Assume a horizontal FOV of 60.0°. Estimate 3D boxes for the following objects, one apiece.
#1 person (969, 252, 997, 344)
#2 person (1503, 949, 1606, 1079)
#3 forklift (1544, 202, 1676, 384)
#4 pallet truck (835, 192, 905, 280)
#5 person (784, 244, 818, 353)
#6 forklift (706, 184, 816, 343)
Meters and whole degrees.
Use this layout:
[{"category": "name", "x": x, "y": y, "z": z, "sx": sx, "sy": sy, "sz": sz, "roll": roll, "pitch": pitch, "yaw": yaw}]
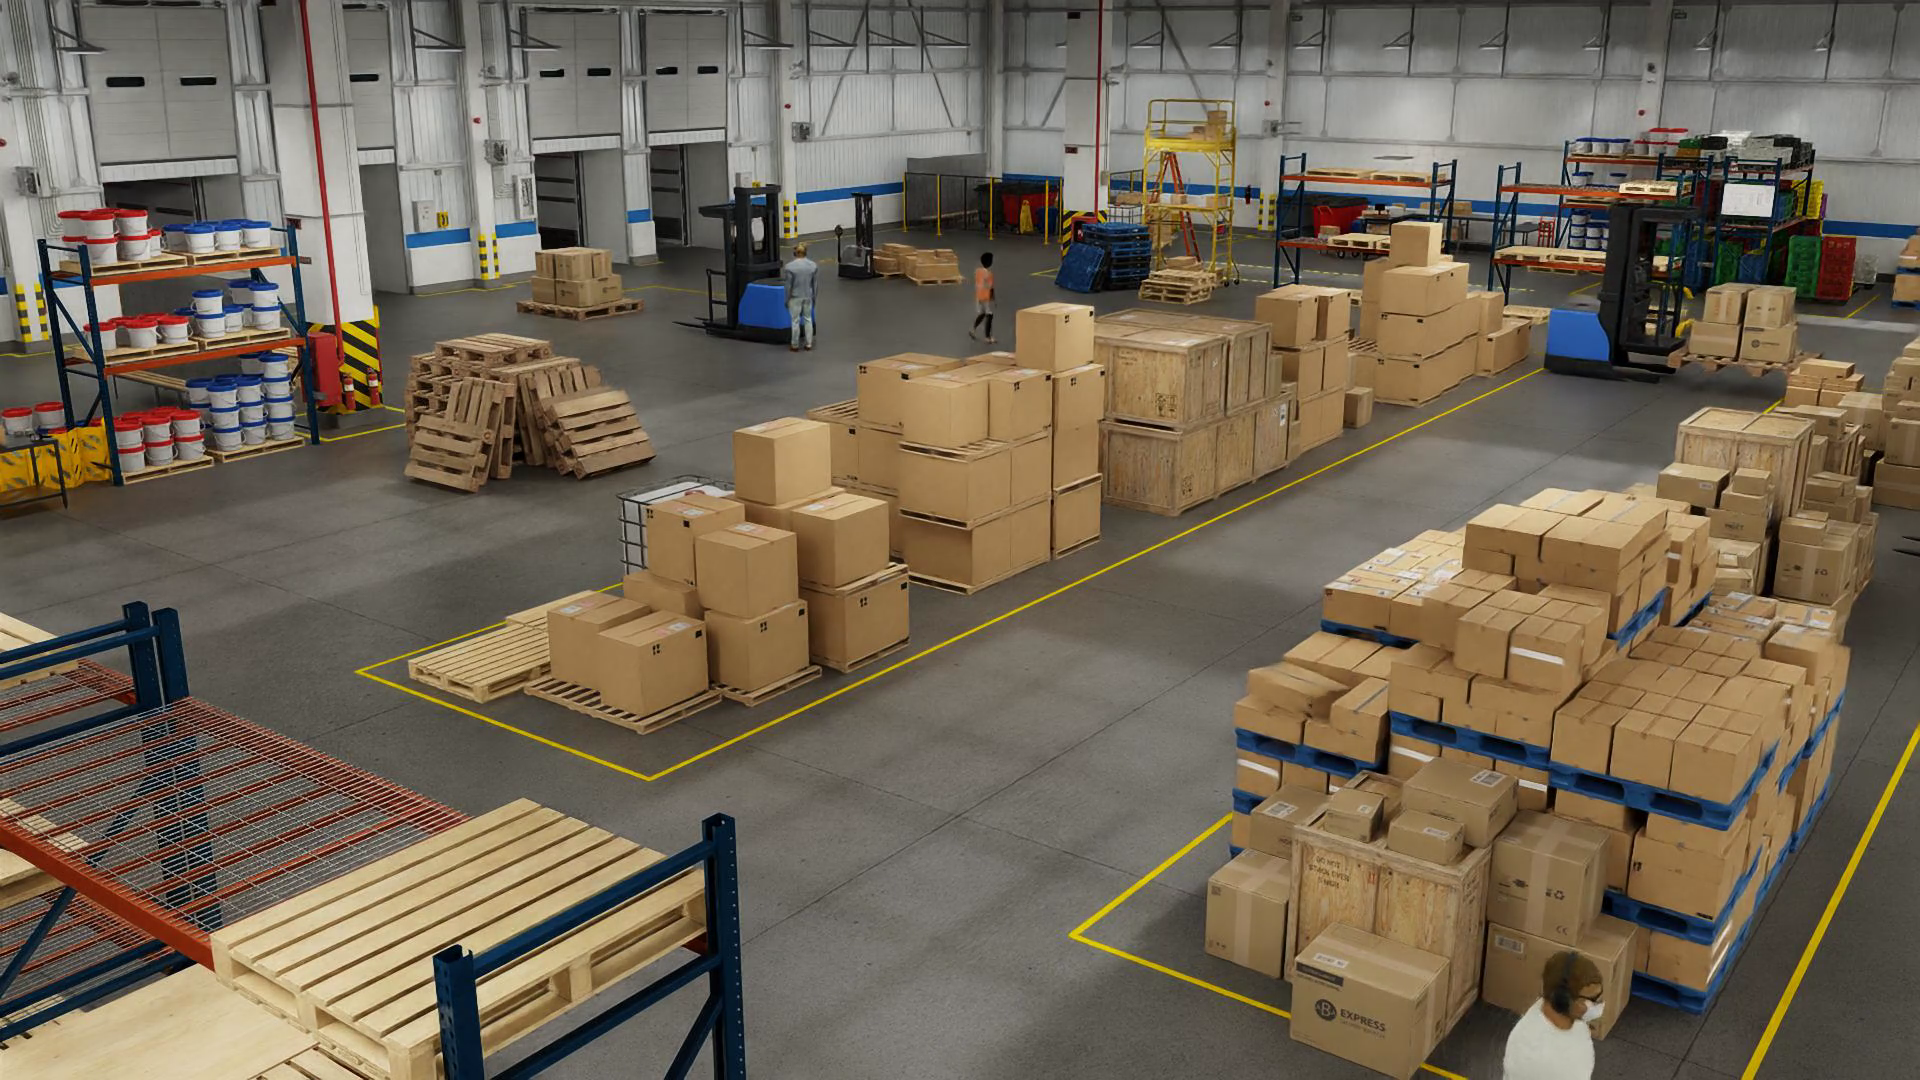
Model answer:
[{"category": "person", "x": 0.453, "y": -4.420, "z": 30.431, "sx": 0.427, "sy": 1.684, "sz": 0.553, "roll": -12, "pitch": 20, "yaw": -34}, {"category": "person", "x": 2.390, "y": 2.572, "z": 6.934, "sx": 0.610, "sy": 1.959, "sz": 0.639, "roll": 13, "pitch": 21, "yaw": 36}, {"category": "forklift", "x": 10.854, "y": -4.134, "z": 27.462, "sx": 1.873, "sy": 2.768, "sz": 1.129, "roll": 12, "pitch": 21, "yaw": 35}, {"category": "pallet truck", "x": -1.936, "y": -7.159, "z": 38.982, "sx": 1.885, "sy": 1.965, "sz": 0.823, "roll": -12, "pitch": 21, "yaw": -34}, {"category": "person", "x": -2.829, "y": -4.308, "z": 29.668, "sx": 0.638, "sy": 1.928, "sz": 0.369, "roll": -9, "pitch": 19, "yaw": -28}, {"category": "forklift", "x": -3.717, "y": -5.181, "z": 30.929, "sx": 1.873, "sy": 2.768, "sz": 1.129, "roll": 12, "pitch": 21, "yaw": 35}]
